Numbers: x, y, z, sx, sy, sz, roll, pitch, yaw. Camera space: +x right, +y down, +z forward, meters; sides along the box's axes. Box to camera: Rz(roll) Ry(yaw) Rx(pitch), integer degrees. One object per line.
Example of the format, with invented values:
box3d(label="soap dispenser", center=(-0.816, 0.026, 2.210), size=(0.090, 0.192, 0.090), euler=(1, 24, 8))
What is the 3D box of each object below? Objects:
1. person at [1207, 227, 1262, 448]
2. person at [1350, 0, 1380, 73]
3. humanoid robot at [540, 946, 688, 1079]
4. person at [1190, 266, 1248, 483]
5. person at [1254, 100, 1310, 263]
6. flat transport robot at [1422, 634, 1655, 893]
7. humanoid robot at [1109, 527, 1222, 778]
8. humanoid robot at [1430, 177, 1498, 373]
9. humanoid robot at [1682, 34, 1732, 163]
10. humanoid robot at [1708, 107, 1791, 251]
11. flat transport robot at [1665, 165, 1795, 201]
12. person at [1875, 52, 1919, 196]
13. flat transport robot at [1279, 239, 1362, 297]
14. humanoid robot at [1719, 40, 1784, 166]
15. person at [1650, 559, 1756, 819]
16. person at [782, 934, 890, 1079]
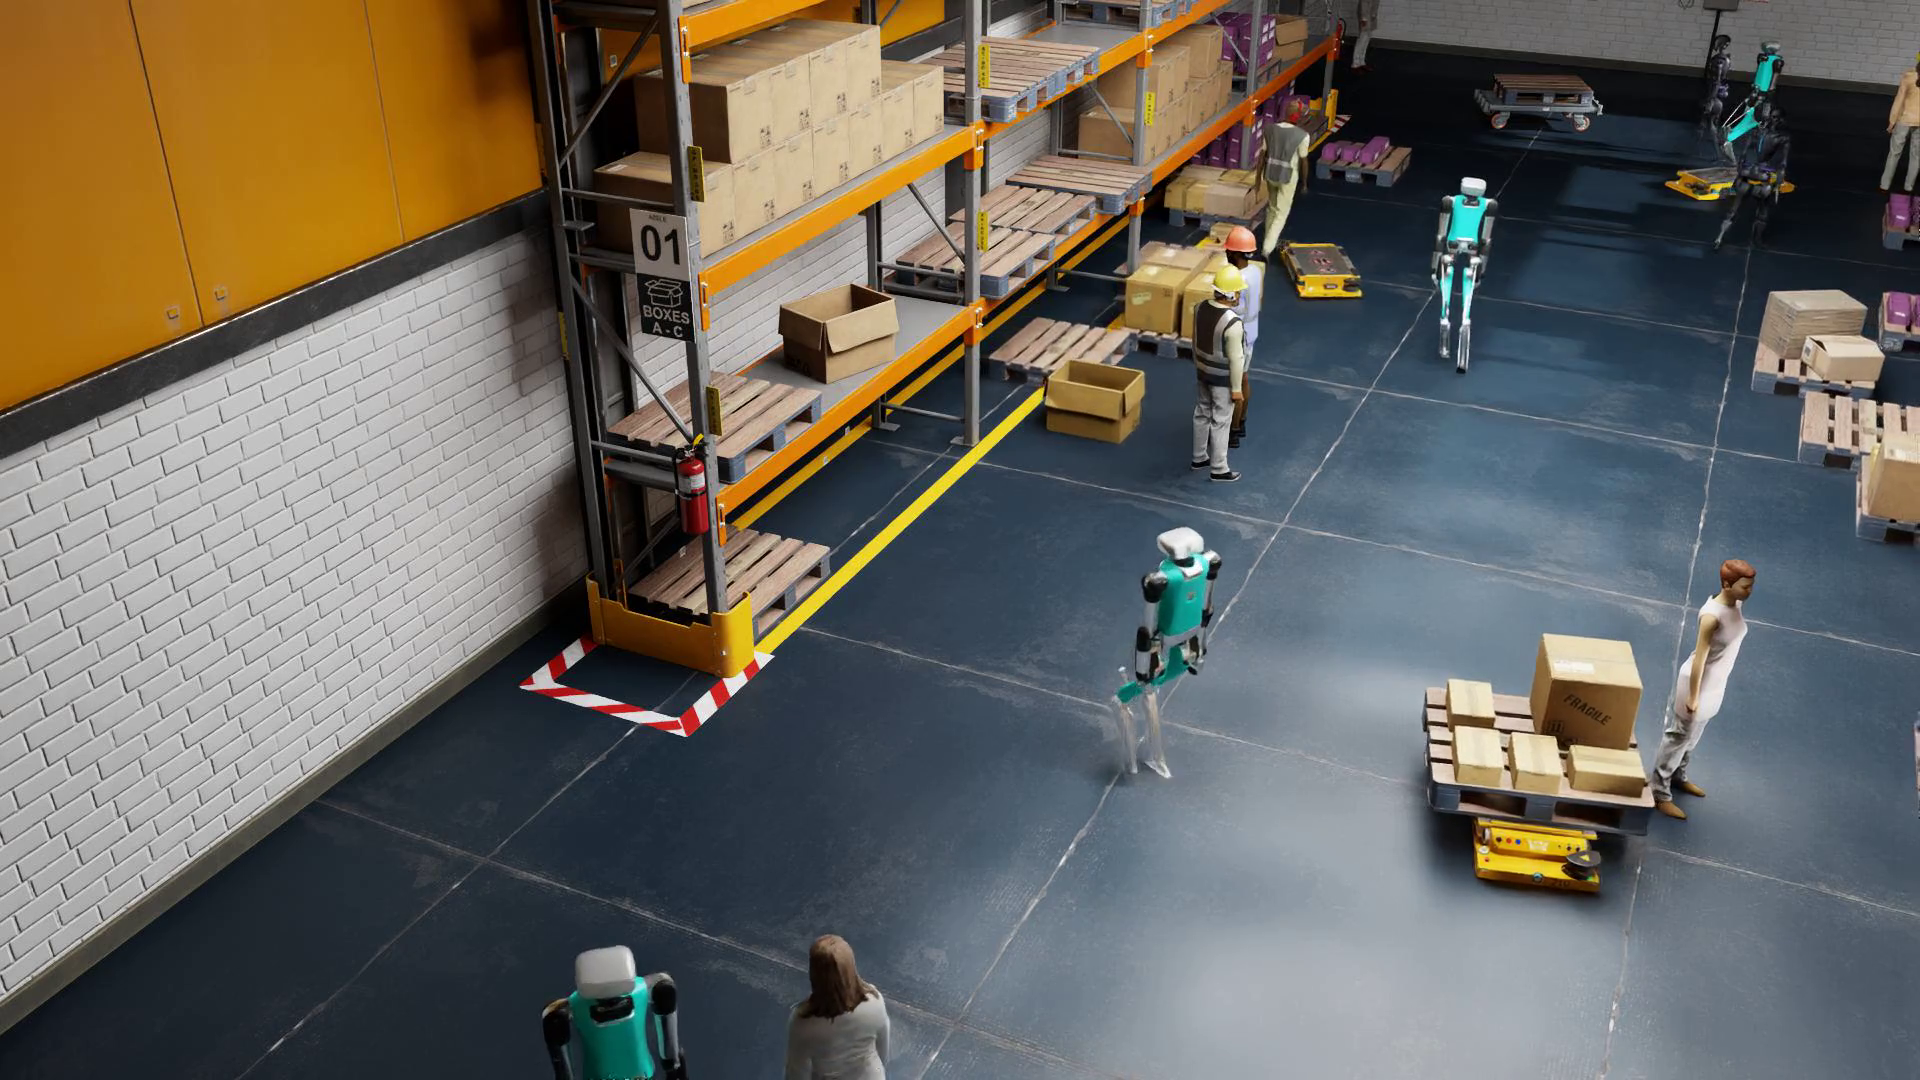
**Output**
box3d(label="person", center=(2.333, -1.717, 14.155), size=(0.370, 1.939, 0.544), euler=(13, 31, 23))
box3d(label="person", center=(6.591, -8.488, 26.838), size=(0.378, 1.820, 0.532), euler=(17, 33, 28))
box3d(label="humanoid robot", center=(-1.272, 2.514, 6.607), size=(0.531, 1.868, 0.713), euler=(-11, 30, -20))
box3d(label="person", center=(2.130, -1.356, 13.596), size=(0.404, 1.831, 0.598), euler=(-14, 31, -24))
box3d(label="person", center=(3.568, -4.006, 18.560), size=(0.577, 1.795, 0.830), euler=(24, 36, 37))
box3d(label="flat transport robot", center=(3.372, 1.535, 9.882), size=(0.659, 0.231, 1.431), euler=(6, 29, 10))
box3d(label="humanoid robot", center=(1.145, 0.665, 9.989), size=(0.552, 1.808, 0.734), euler=(-18, 33, -29))
box3d(label="humanoid robot", center=(4.768, -2.437, 15.798), size=(0.549, 1.881, 0.791), euler=(3, 29, 6))
box3d(label="humanoid robot", center=(10.103, -5.903, 22.211), size=(0.514, 1.648, 0.592), euler=(9, 30, 17))
box3d(label="humanoid robot", center=(8.974, -4.050, 18.803), size=(0.628, 1.635, 0.609), euler=(-17, 33, -29))
box3d(label="flat transport robot", center=(9.799, -4.546, 21.158), size=(1.431, 0.231, 0.659), euler=(-8, 29, -14))
box3d(label="person", center=(11.906, -5.239, 20.767), size=(0.556, 1.868, 0.391), euler=(3, 29, 6))
box3d(label="flat transport robot", center=(3.945, -2.981, 18.256), size=(0.659, 0.231, 1.431), euler=(0, 28, 1))
box3d(label="humanoid robot", center=(10.027, -5.490, 21.308), size=(0.677, 1.753, 0.545), euler=(-1, 28, -1))
box3d(label="person", center=(4.345, 0.842, 9.698), size=(0.274, 1.659, 0.453), euler=(25, 37, 38))
box3d(label="person", center=(-0.553, 2.287, 7.041), size=(0.509, 1.633, 0.775), euler=(-12, 31, -21))
